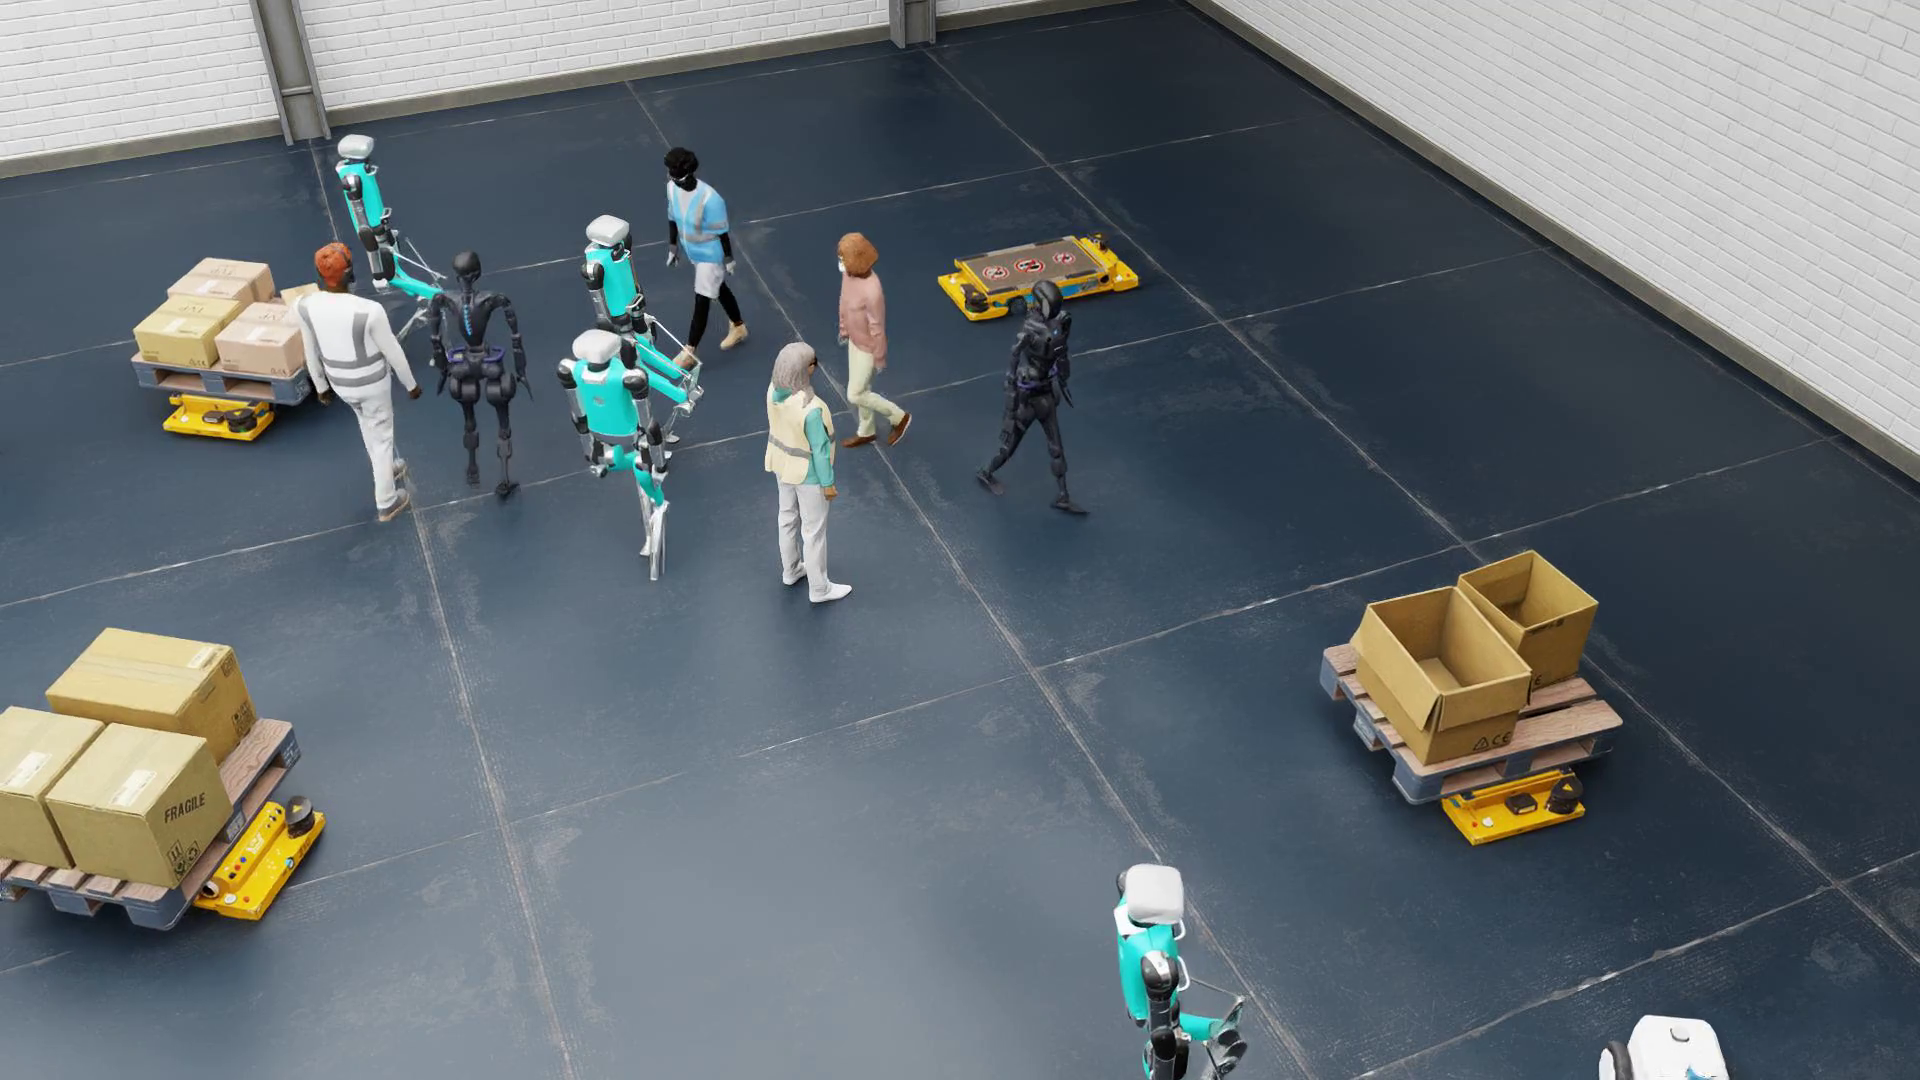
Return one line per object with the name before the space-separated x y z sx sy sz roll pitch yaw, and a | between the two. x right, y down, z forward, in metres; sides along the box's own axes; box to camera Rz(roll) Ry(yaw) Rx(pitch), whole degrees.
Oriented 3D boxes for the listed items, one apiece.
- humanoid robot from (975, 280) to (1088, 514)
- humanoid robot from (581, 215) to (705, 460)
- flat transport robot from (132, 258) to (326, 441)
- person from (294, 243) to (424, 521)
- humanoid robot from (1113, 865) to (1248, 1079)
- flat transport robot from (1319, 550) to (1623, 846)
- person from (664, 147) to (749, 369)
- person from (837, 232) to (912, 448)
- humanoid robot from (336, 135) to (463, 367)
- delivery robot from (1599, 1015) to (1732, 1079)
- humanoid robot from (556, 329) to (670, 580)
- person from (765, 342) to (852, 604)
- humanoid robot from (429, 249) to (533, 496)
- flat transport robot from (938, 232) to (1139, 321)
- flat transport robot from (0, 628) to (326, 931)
humanoid robot | 0.460 -0.909 10.345 0.805 1.617 0.612 29 46 32
humanoid robot | -1.939 -1.249 10.585 0.735 1.677 0.533 9 38 11
flat transport robot | -4.972 -1.189 11.821 0.659 0.231 1.431 7 38 9
person | -3.629 -1.031 10.308 0.601 1.863 0.716 9 38 12
humanoid robot | 0.912 1.930 6.579 0.835 1.795 0.536 -5 38 -7
flat transport robot | 2.666 1.015 8.952 0.659 0.231 1.431 -11 39 -14
person | -1.864 -1.996 11.730 0.831 1.634 0.536 -29 46 -33
person | -0.612 -1.271 10.823 0.410 1.619 0.501 -14 40 -17
humanoid robot | -3.863 -1.993 11.679 0.891 1.780 0.562 -6 38 -8
delivery robot | 3.027 2.368 6.972 0.499 0.613 0.797 4 38 5
humanoid robot | -1.899 -0.545 9.810 0.534 1.814 0.806 10 39 13
person | -0.917 -0.374 9.578 0.366 1.709 0.465 -29 46 -32
humanoid robot | -3.030 -1.036 10.485 0.608 1.642 0.417 -3 38 -3
flat transport robot | 0.610 -2.055 12.949 1.431 0.231 0.659 -14 40 -18
flat transport robot | -4.008 1.492 8.332 1.431 0.231 0.659 7 38 10
